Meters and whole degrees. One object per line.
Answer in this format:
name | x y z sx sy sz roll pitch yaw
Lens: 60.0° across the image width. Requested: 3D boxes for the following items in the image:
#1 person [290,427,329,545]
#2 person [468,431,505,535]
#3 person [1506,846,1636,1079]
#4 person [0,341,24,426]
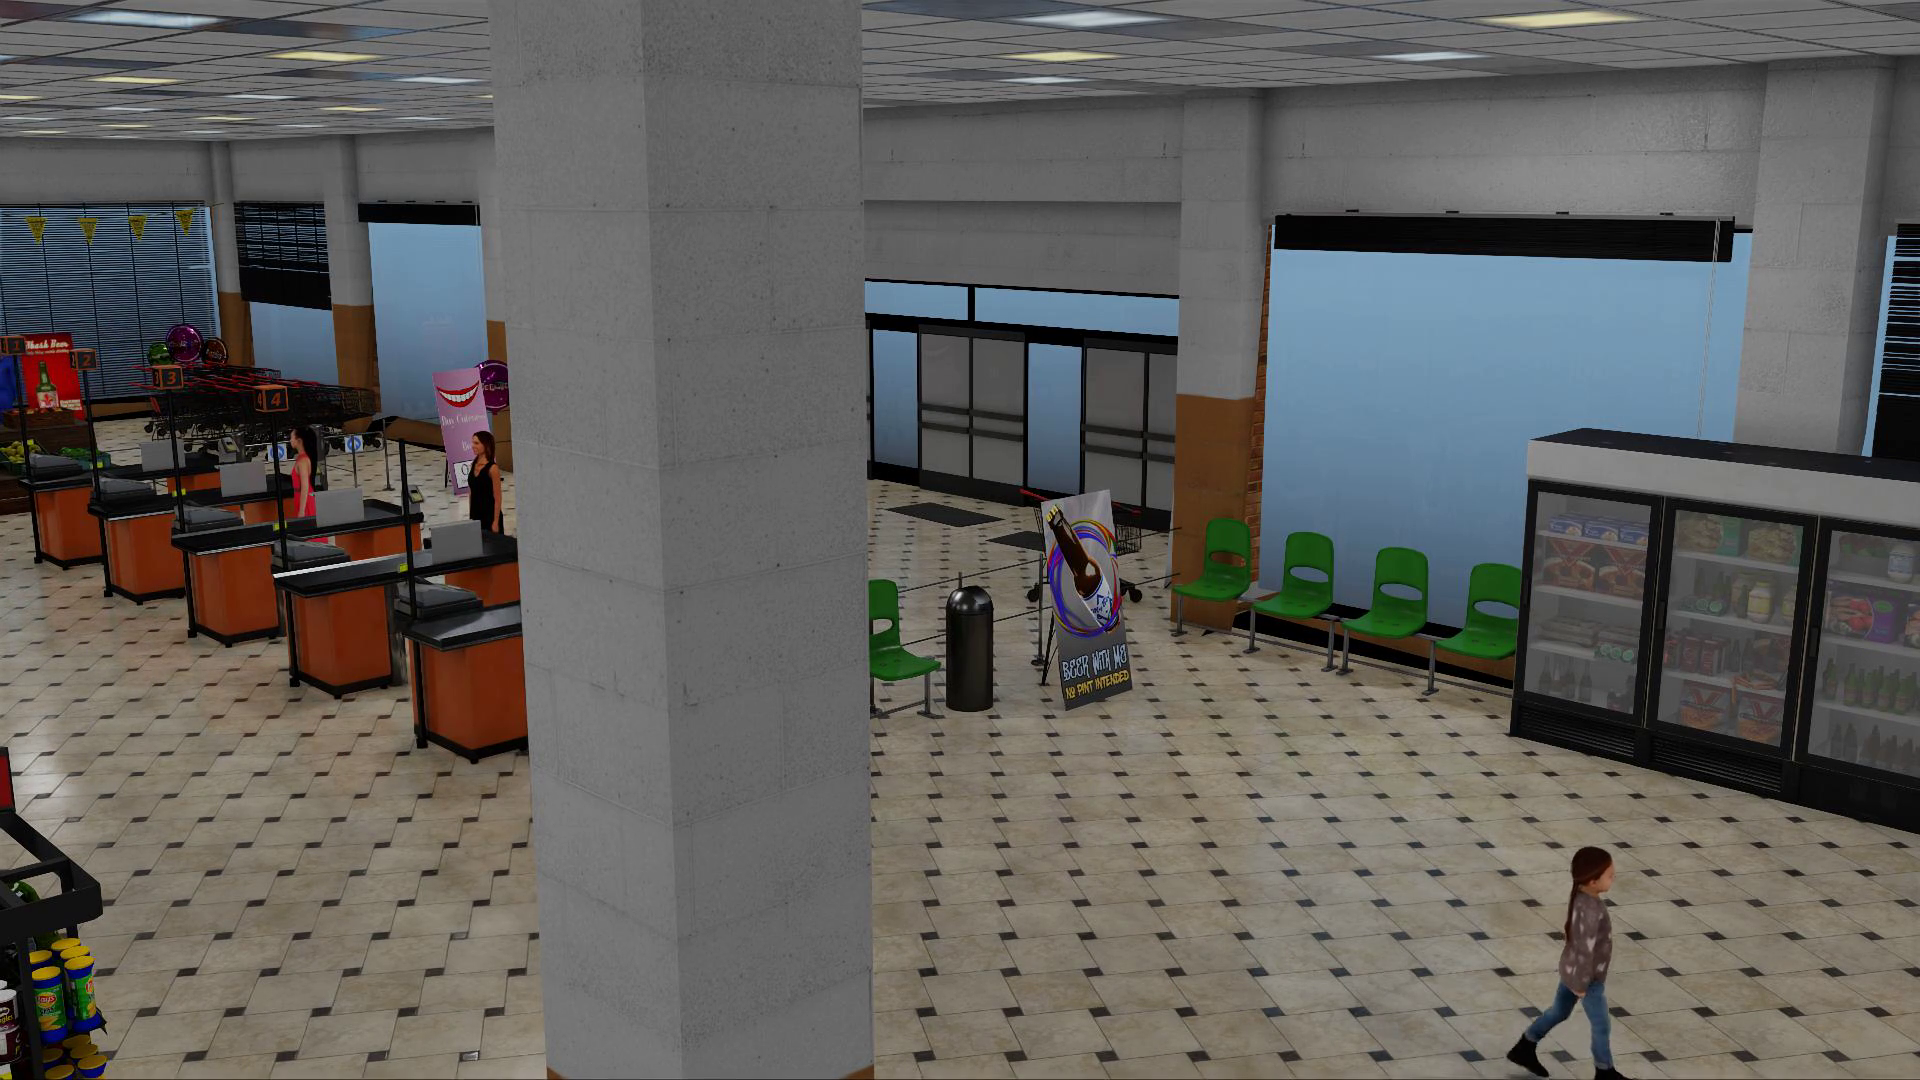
person | -6.783 -0.327 17.312 0.731 1.727 0.710 -3 12 -14
person | -4.616 -0.153 16.228 0.617 1.835 0.577 8 14 34
person | 2.824 1.980 7.695 0.813 1.176 0.827 2 12 11
person | -15.242 -2.328 26.650 0.997 1.796 1.230 5 13 22
